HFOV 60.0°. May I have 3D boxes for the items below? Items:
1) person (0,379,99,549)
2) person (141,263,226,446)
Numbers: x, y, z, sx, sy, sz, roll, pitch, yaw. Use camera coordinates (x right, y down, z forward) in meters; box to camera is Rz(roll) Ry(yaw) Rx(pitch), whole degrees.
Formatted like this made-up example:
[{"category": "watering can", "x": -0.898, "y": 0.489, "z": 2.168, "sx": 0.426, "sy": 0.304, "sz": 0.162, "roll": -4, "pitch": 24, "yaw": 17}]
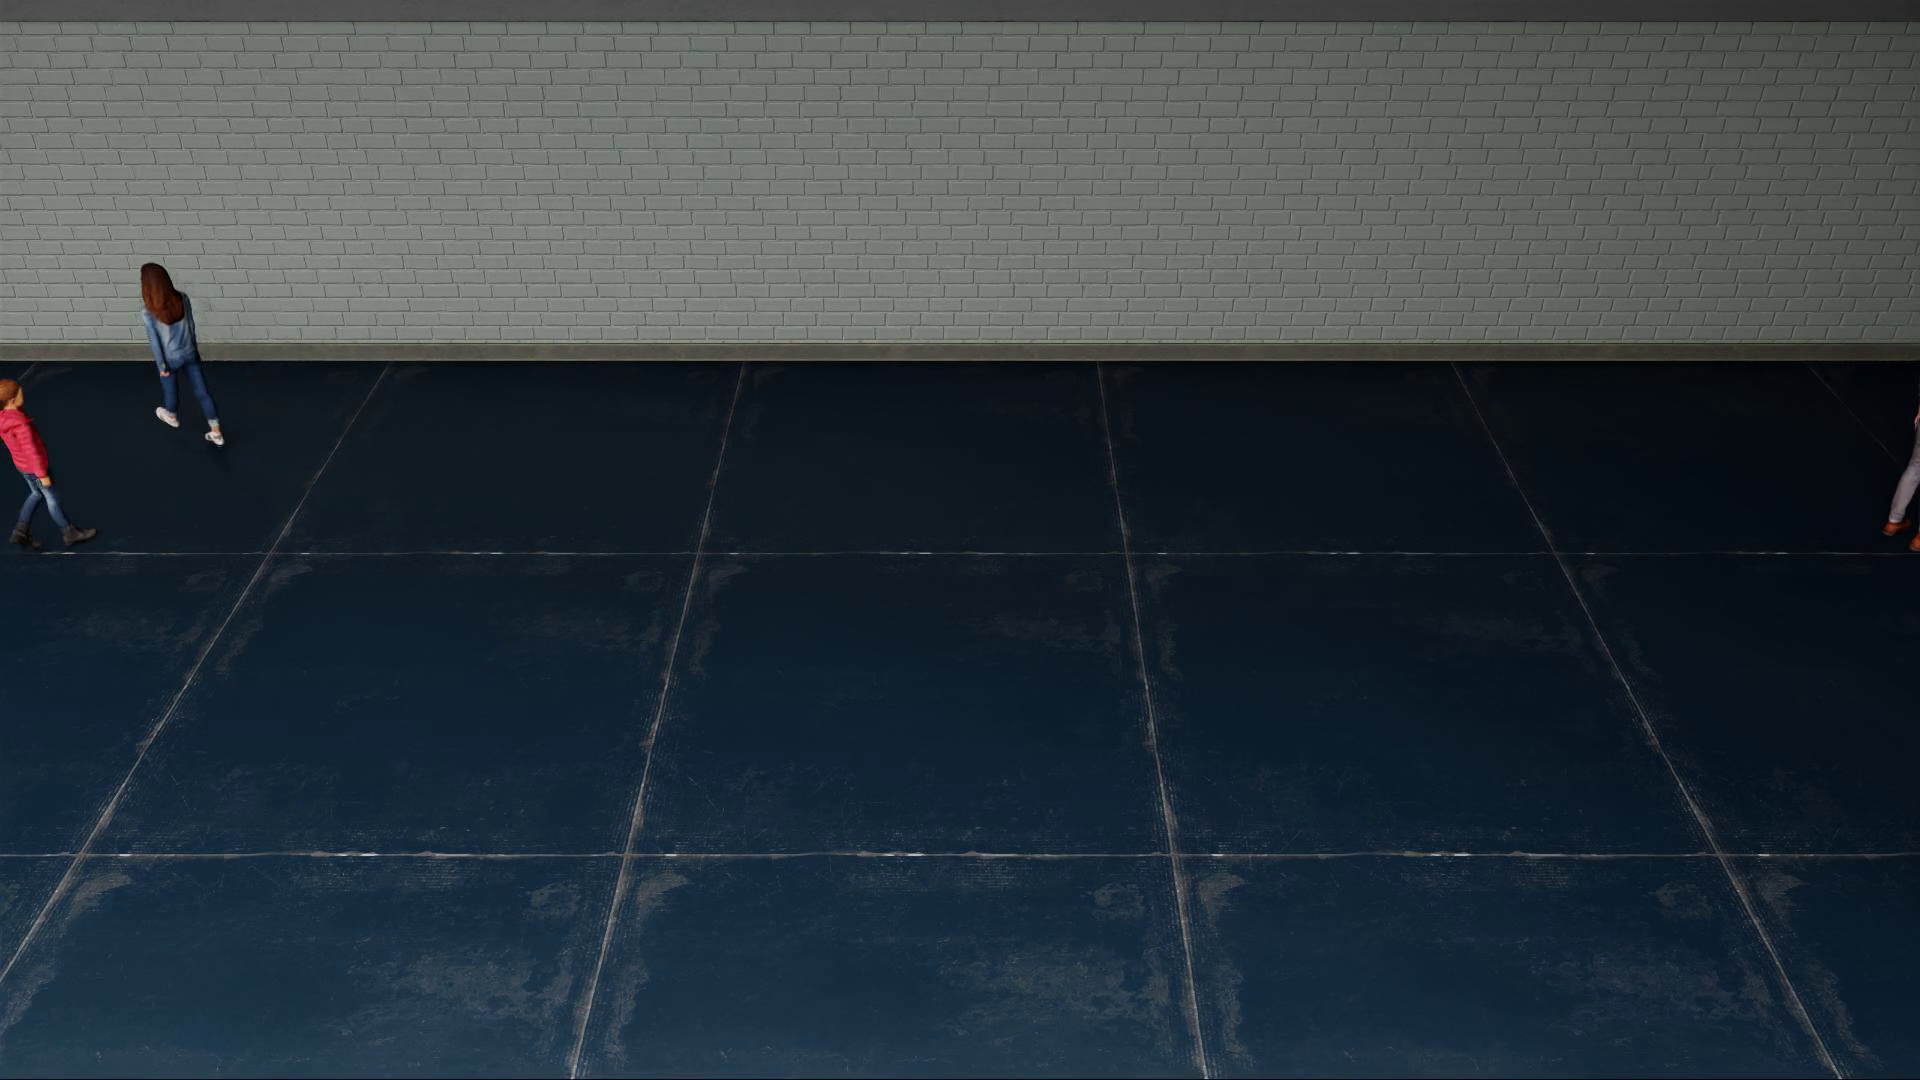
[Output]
[{"category": "person", "x": -6.368, "y": -0.482, "z": 11.320, "sx": 0.780, "sy": 1.306, "sz": 0.847, "roll": 27, "pitch": 42, "yaw": 35}, {"category": "person", "x": -5.854, "y": -1.368, "z": 12.560, "sx": 1.003, "sy": 1.439, "sz": 1.015, "roll": 22, "pitch": 39, "yaw": 30}]
